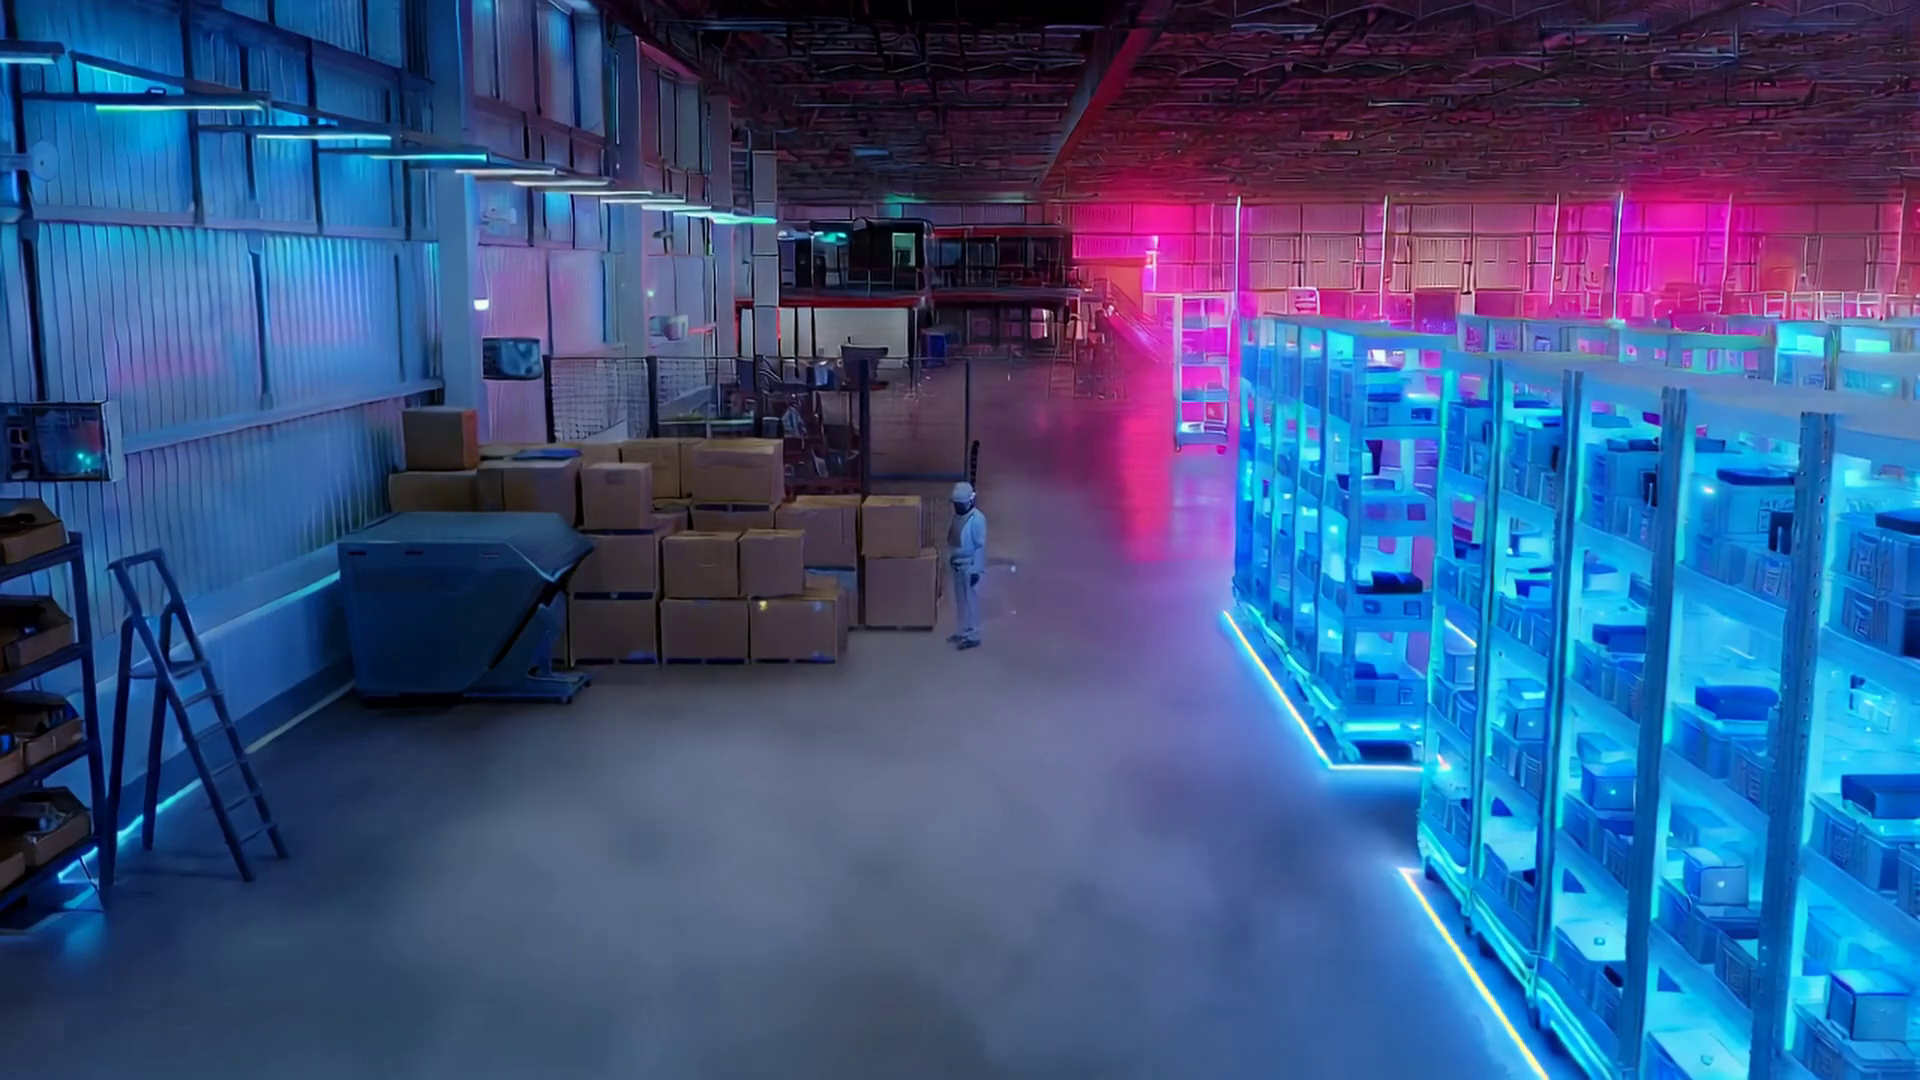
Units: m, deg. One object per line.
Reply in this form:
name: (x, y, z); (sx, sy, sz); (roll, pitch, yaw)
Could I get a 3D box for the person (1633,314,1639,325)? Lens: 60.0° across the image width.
person: (37.068, -11.561, 91.448); (0.885, 1.730, 0.537); (5, 10, 26)

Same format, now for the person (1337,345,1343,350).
person: (12.897, -5.939, 56.786); (0.954, 1.718, 0.522); (7, 12, 37)

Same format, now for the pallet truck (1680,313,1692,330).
pallet truck: (36.315, -10.531, 84.244); (0.823, 1.965, 1.885); (-6, 11, -33)

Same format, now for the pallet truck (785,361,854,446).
pallet truck: (-3.410, -3.193, 38.978); (1.885, 1.965, 0.823); (0, 9, -1)

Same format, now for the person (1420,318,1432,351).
person: (22.948, -10.057, 81.992); (0.637, 1.781, 1.013); (8, 12, 40)

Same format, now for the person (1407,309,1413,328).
person: (25.637, -12.205, 94.812); (0.394, 1.921, 0.584); (5, 10, 28)

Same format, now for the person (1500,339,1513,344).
person: (29.099, -11.022, 88.338); (0.882, 1.655, 0.525); (2, 9, 13)

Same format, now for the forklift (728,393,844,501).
forklift: (-2.979, -1.316, 26.476); (2.680, 1.987, 1.157); (0, 9, 1)

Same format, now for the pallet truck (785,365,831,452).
pallet truck: (-3.774, -2.976, 37.635); (1.885, 1.965, 0.823); (1, 9, 5)

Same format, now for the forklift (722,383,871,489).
forklift: (-2.893, -1.687, 28.729); (2.680, 1.987, 1.157); (0, 9, -1)

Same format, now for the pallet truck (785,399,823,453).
pallet truck: (-3.814, -2.432, 36.419); (1.630, 1.274, 0.653); (0, 9, 1)

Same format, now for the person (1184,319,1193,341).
person: (13.217, -12.525, 96.803); (0.619, 1.924, 0.759); (5, 11, 30)

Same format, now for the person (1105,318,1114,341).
person: (8.487, -12.124, 94.288); (0.558, 1.935, 0.452); (4, 10, 25)

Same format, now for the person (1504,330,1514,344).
person: (26.580, -9.914, 80.717); (0.720, 1.920, 0.625); (-5, 10, -28)

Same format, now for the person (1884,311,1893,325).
person: (51.500, -11.760, 92.222); (0.466, 1.868, 0.569); (-6, 11, -31)

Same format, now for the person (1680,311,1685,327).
person: (37.831, -10.984, 87.073); (0.419, 1.991, 0.644); (3, 10, 19)

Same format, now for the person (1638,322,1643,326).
person: (30.829, -8.943, 75.065); (0.997, 1.798, 0.593); (1, 9, 8)

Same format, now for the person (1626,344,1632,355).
person: (23.984, -6.652, 60.179); (0.692, 2.000, 0.729); (-4, 10, -23)

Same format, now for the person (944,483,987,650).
person: (0.053, 0.279, 18.103); (0.403, 1.822, 0.588); (-5, 10, -27)

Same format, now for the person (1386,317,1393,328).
person: (20.177, -9.593, 78.714); (0.673, 1.914, 0.585); (-8, 12, -42)

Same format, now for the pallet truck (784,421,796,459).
pallet truck: (-4.013, -1.793, 32.705); (1.601, 1.201, 0.680); (0, 9, 1)

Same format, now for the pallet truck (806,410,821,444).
pallet truck: (-3.559, -2.018, 33.905); (1.522, 1.261, 0.704); (0, 9, -1)
